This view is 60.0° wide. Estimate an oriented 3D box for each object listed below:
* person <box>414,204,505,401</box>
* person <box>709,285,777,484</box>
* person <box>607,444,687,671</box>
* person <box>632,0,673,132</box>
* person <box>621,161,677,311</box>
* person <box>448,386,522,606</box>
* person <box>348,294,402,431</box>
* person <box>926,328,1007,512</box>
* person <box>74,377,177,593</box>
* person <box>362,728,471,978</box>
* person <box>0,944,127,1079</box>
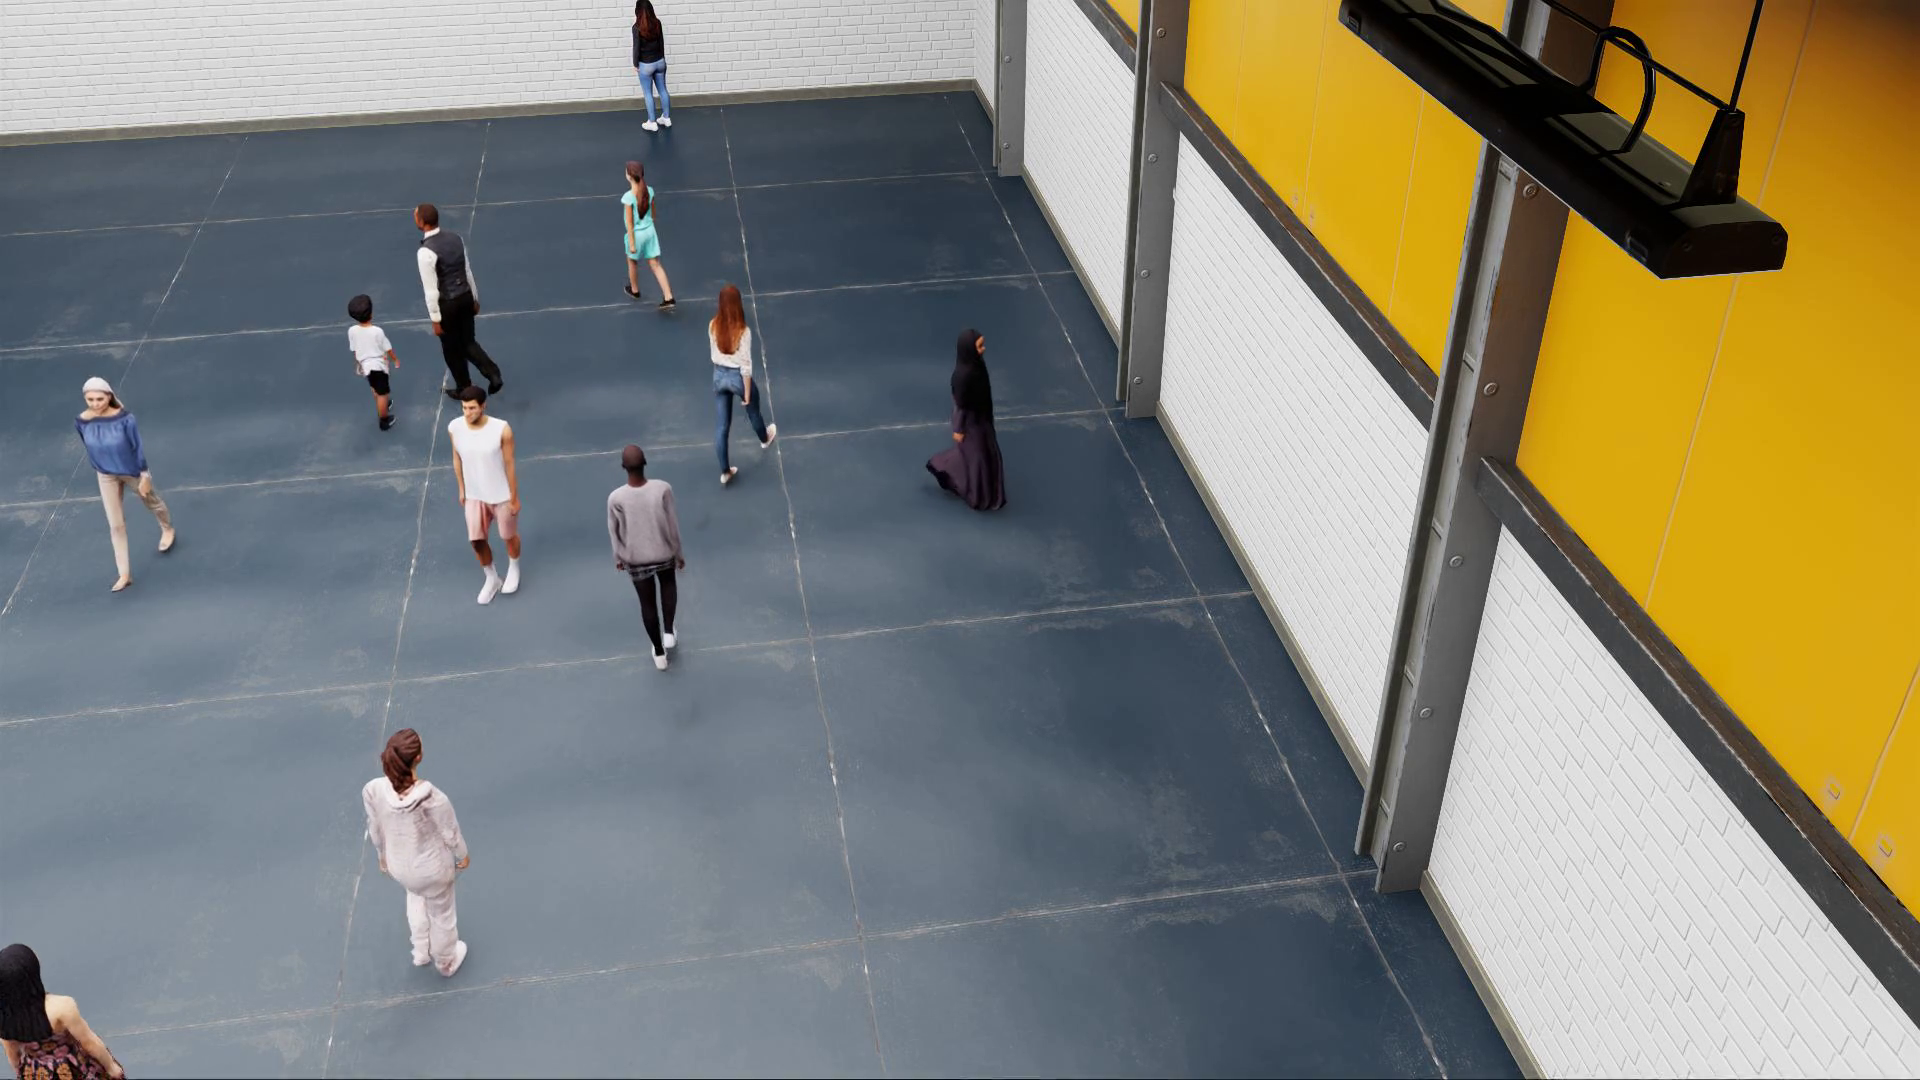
[{"bbox_3d":[-4.453,-2.069,14.826,1.049,1.901,1.006,15,36,21],"label":"person"},{"bbox_3d":[-1.925,-1.254,13.794,0.924,1.685,1.163,10,35,15],"label":"person"},{"bbox_3d":[-2.155,0.161,11.600,0.687,1.758,0.710,-10,35,-14],"label":"person"},{"bbox_3d":[-3.895,-6.016,21.009,0.711,1.630,0.733,-28,43,-35],"label":"person"},{"bbox_3d":[-3.118,-3.000,16.564,0.924,1.527,1.124,-27,42,-34],"label":"person"},{"bbox_3d":[-3.480,-0.410,12.443,0.751,1.776,0.783,3,34,5],"label":"person"},{"bbox_3d":[-5.164,-1.533,14.610,0.610,1.247,0.737,5,34,7],"label":"person"},{"bbox_3d":[0.030,-1.005,13.496,0.940,1.600,0.987,12,35,17],"label":"person"},{"bbox_3d":[-6.343,-0.515,12.722,0.703,1.642,1.173,-2,34,-3],"label":"person"},{"bbox_3d":[-3.024,1.815,9.185,0.727,1.677,0.719,6,34,8],"label":"person"},{"bbox_3d":[-4.270,2.618,7.901,0.720,1.761,0.955,-1,34,-2],"label":"person"}]
